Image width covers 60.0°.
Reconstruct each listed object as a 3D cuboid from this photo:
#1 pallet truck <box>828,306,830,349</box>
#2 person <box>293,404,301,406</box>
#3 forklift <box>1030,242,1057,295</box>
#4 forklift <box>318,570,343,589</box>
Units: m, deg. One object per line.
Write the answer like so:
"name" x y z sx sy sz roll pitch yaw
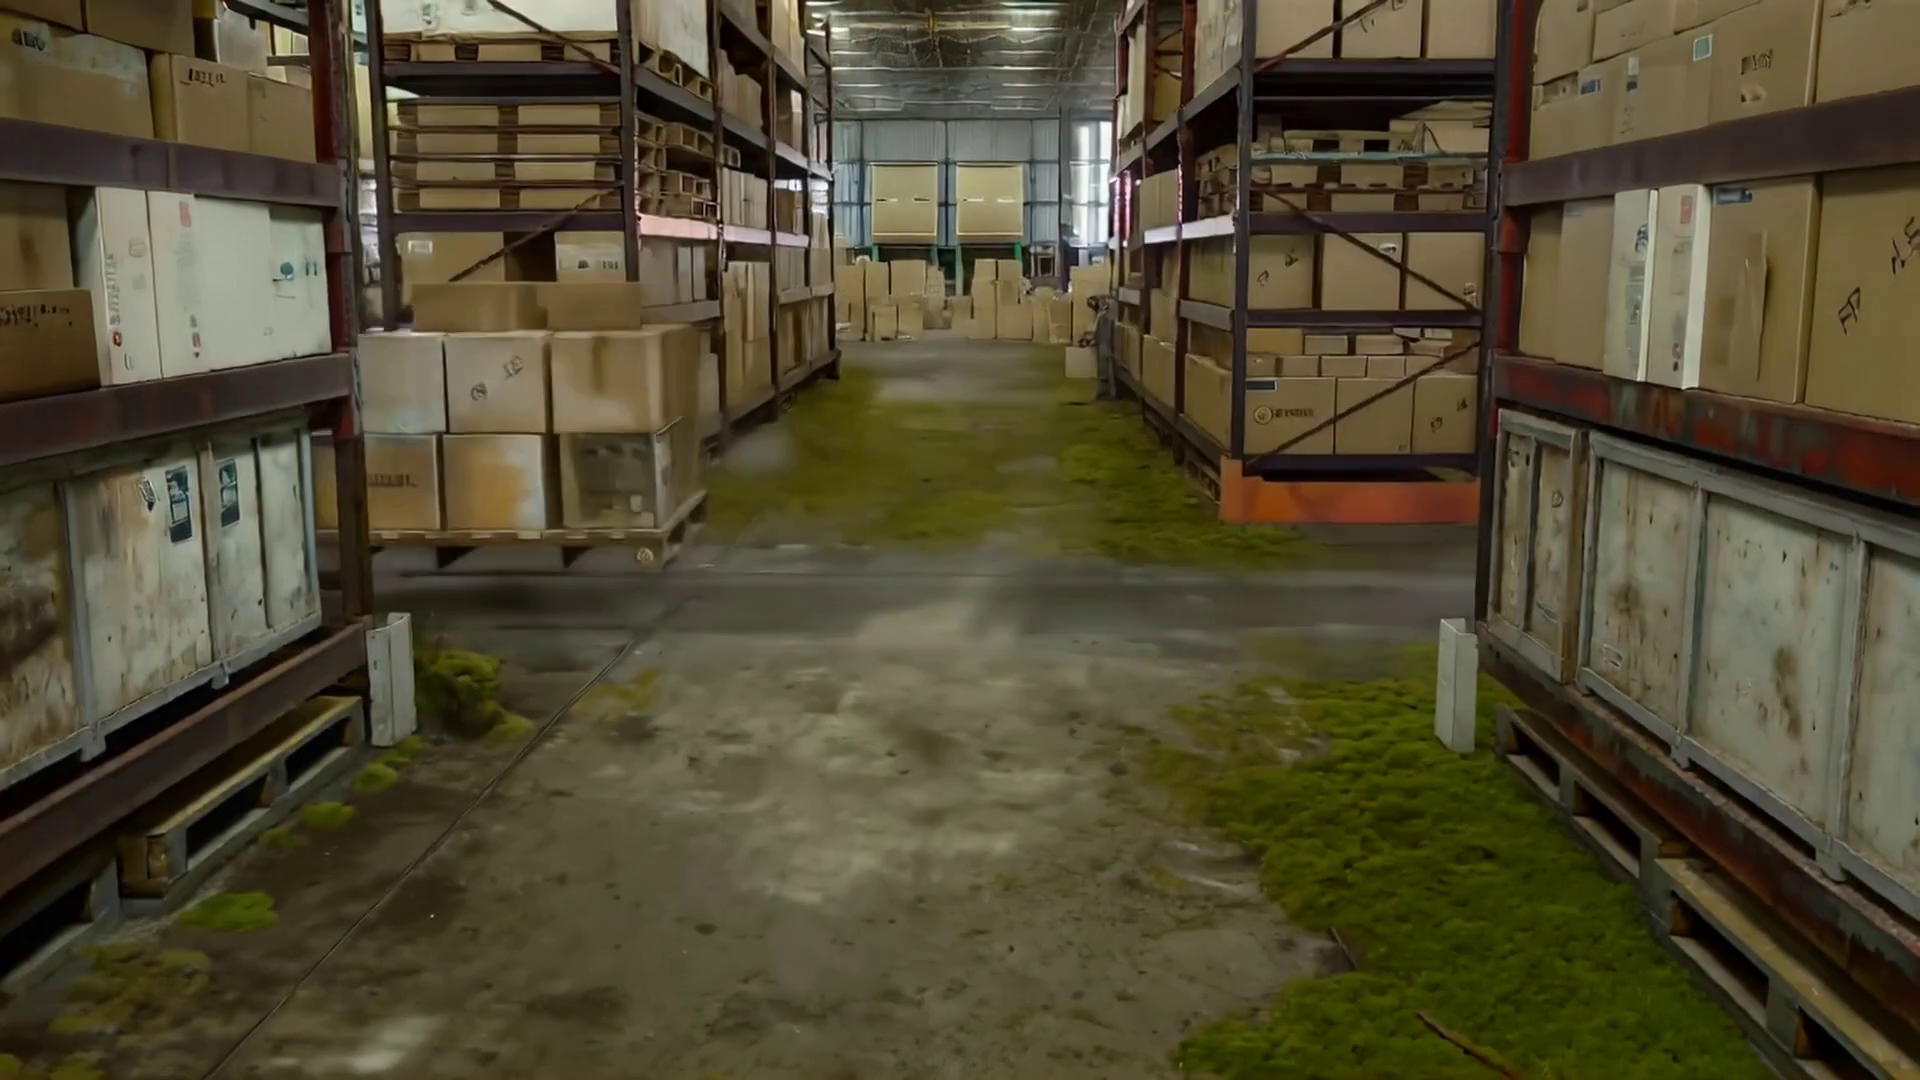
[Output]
"pallet truck" -3.100 -3.940 29.800 1.885 1.965 0.823 3 10 19
"person" -4.701 -0.715 11.383 0.533 1.697 0.318 3 10 18
"forklift" 3.230 -10.146 64.339 1.129 2.768 1.873 0 9 1
"forklift" -4.637 -0.985 9.461 1.873 2.768 1.129 0 9 0
